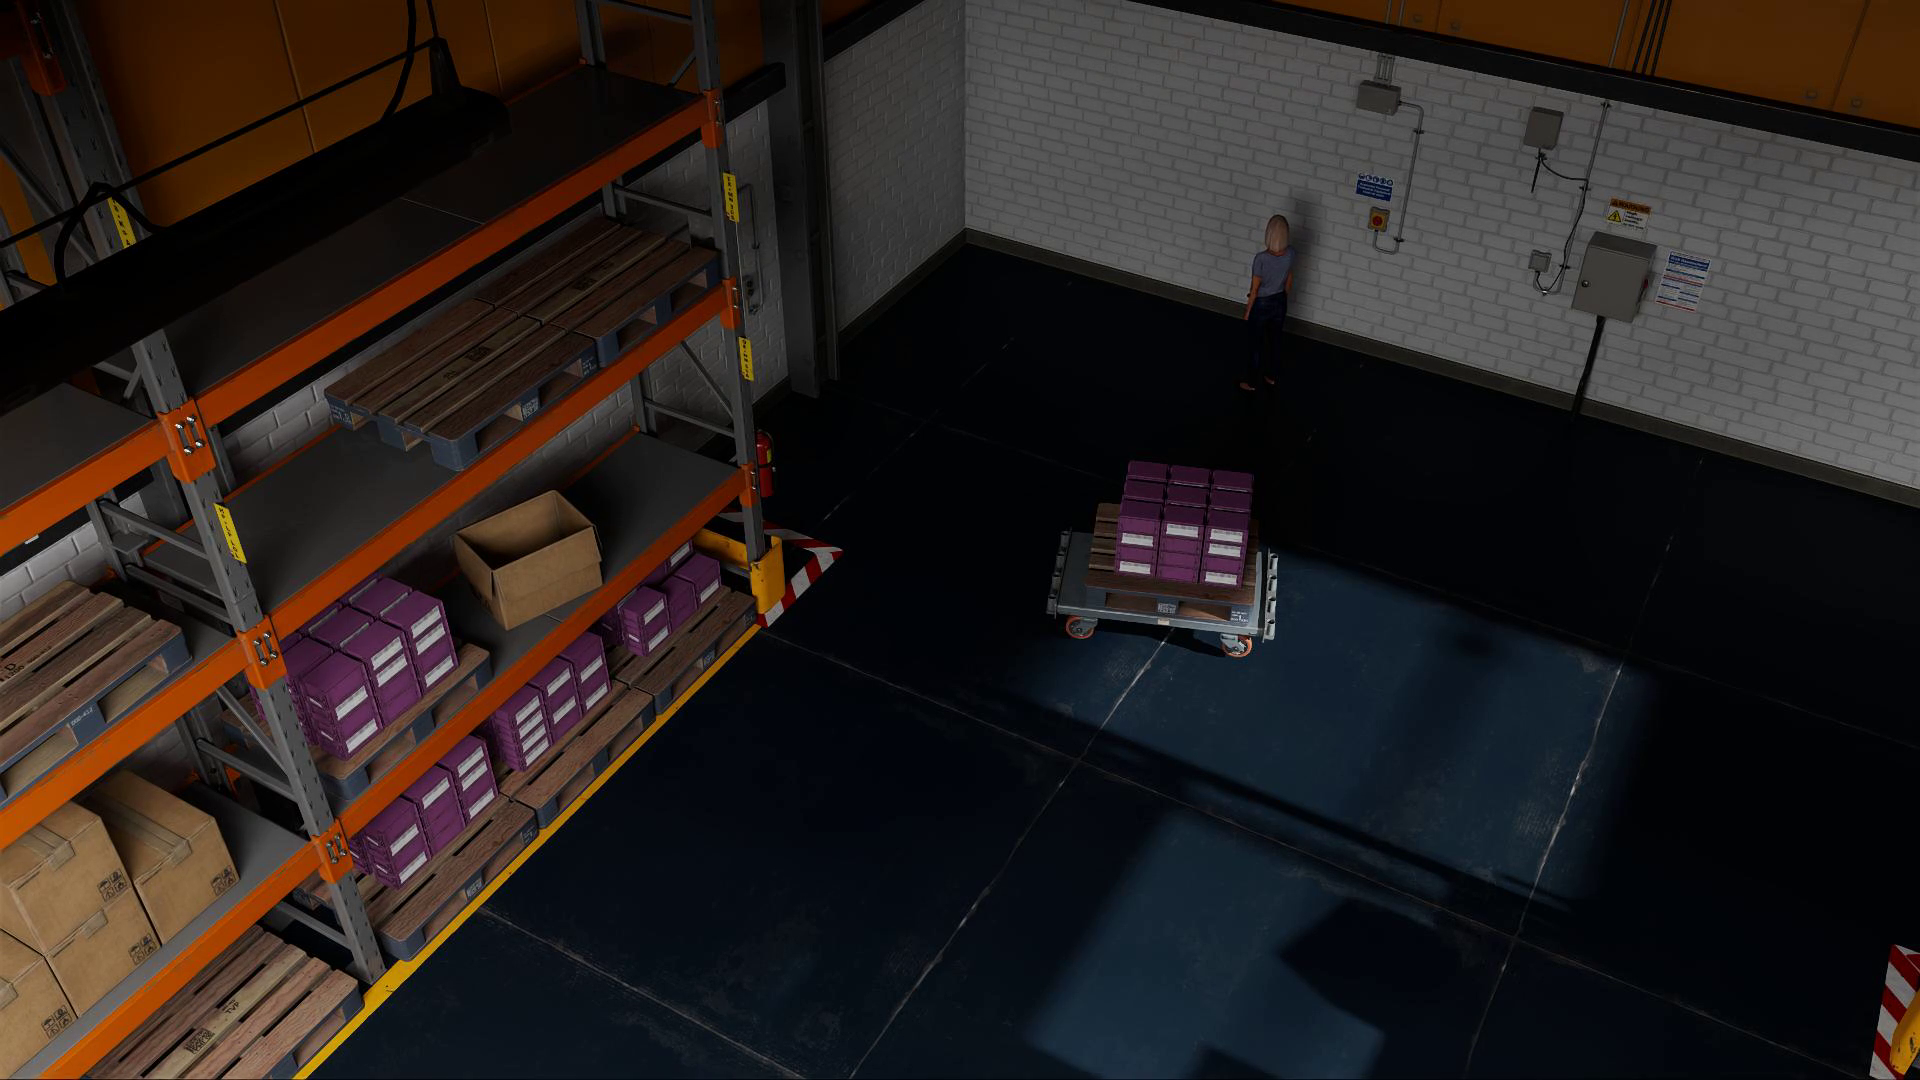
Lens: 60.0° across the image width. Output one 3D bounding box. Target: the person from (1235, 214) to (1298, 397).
[{"bbox_3d":[2.678,-2.035,14.428,0.626,1.723,0.713,-15,41,-18],"label":"person"}]
